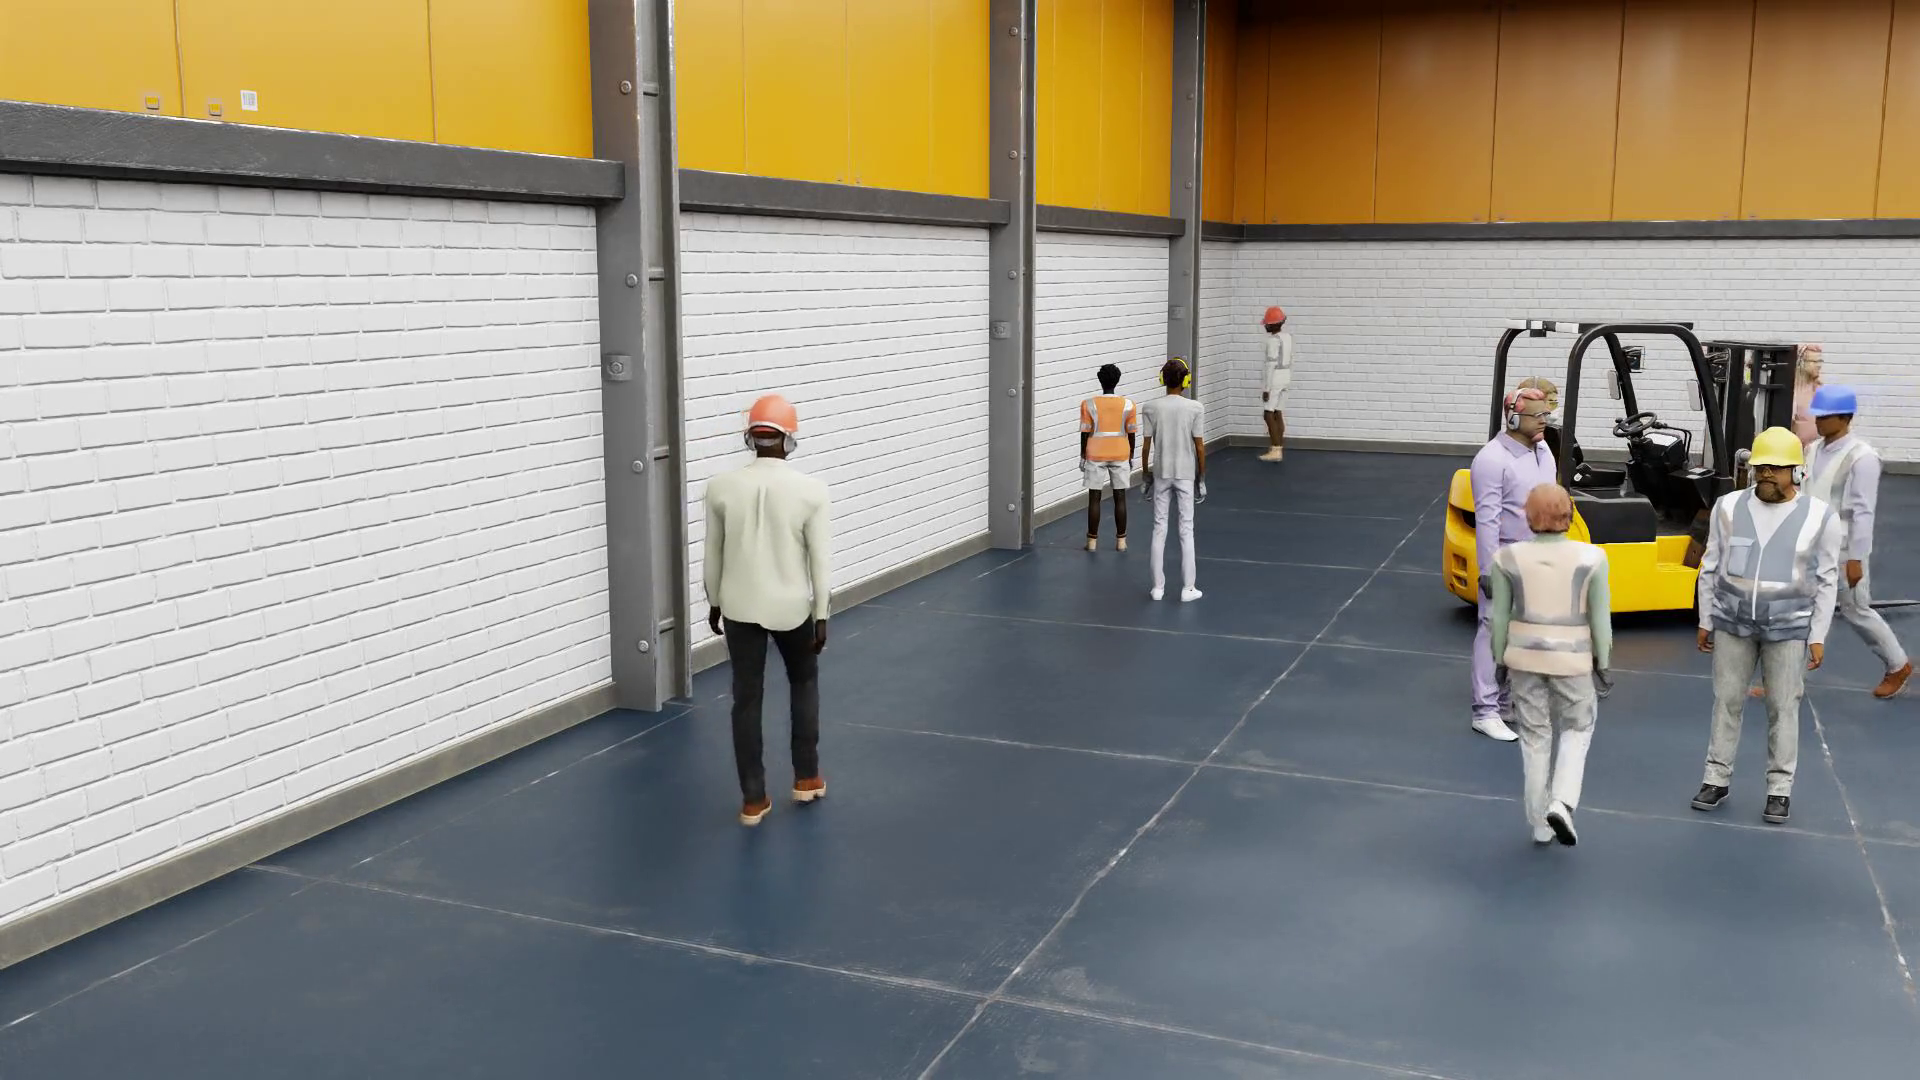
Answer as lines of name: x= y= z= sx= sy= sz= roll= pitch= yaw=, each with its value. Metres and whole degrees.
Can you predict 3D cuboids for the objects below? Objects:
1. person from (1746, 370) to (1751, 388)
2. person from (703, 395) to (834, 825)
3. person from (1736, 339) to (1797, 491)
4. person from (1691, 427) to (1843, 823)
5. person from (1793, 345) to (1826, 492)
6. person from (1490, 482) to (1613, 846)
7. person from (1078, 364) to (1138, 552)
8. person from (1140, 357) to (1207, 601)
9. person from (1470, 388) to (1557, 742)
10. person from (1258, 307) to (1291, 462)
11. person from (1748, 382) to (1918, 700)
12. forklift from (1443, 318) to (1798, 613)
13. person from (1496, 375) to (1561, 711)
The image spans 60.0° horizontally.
person: x=6.529 y=-0.575 z=13.836 sx=0.814 sy=1.727 sz=0.533 roll=-2 pitch=10 yaw=-11
person: x=-0.892 y=0.308 z=7.805 sx=0.637 sy=1.968 sz=0.726 roll=0 pitch=9 yaw=3
person: x=6.577 y=-0.709 z=13.741 sx=0.932 sy=2.000 sz=0.707 roll=-5 pitch=11 yaw=-28
person: x=3.725 y=0.387 z=7.726 sx=0.589 sy=1.833 sz=0.404 roll=7 pitch=12 yaw=37
person: x=7.301 y=-0.717 z=14.236 sx=0.652 sy=1.889 sz=0.687 roll=-5 pitch=11 yaw=-29
person: x=2.580 y=0.558 z=7.293 sx=0.533 sy=1.617 sz=0.397 roll=5 pitch=10 yaw=26
person: x=1.326 y=-0.731 z=14.936 sx=0.535 sy=1.691 sz=0.319 roll=-1 pitch=9 yaw=-5
person: x=1.635 y=-0.459 z=12.752 sx=0.521 sy=1.869 sz=0.328 roll=3 pitch=10 yaw=18
person: x=3.048 y=0.125 z=9.089 sx=0.642 sy=1.909 sz=0.410 roll=-9 pitch=13 yaw=-42
person: x=4.147 y=-2.024 z=21.786 sx=0.398 sy=2.018 sz=0.662 roll=6 pitch=11 yaw=33
person: x=5.194 y=0.023 z=9.744 sx=0.961 sy=1.909 sz=0.612 roll=-2 pitch=10 yaw=-10
forklift: x=4.706 y=-0.497 z=11.990 sx=2.313 sy=2.155 sz=1.214 roll=-2 pitch=10 yaw=-10
person: x=3.275 y=0.016 z=9.655 sx=0.361 sy=1.937 sz=0.635 roll=2 pitch=10 yaw=10
